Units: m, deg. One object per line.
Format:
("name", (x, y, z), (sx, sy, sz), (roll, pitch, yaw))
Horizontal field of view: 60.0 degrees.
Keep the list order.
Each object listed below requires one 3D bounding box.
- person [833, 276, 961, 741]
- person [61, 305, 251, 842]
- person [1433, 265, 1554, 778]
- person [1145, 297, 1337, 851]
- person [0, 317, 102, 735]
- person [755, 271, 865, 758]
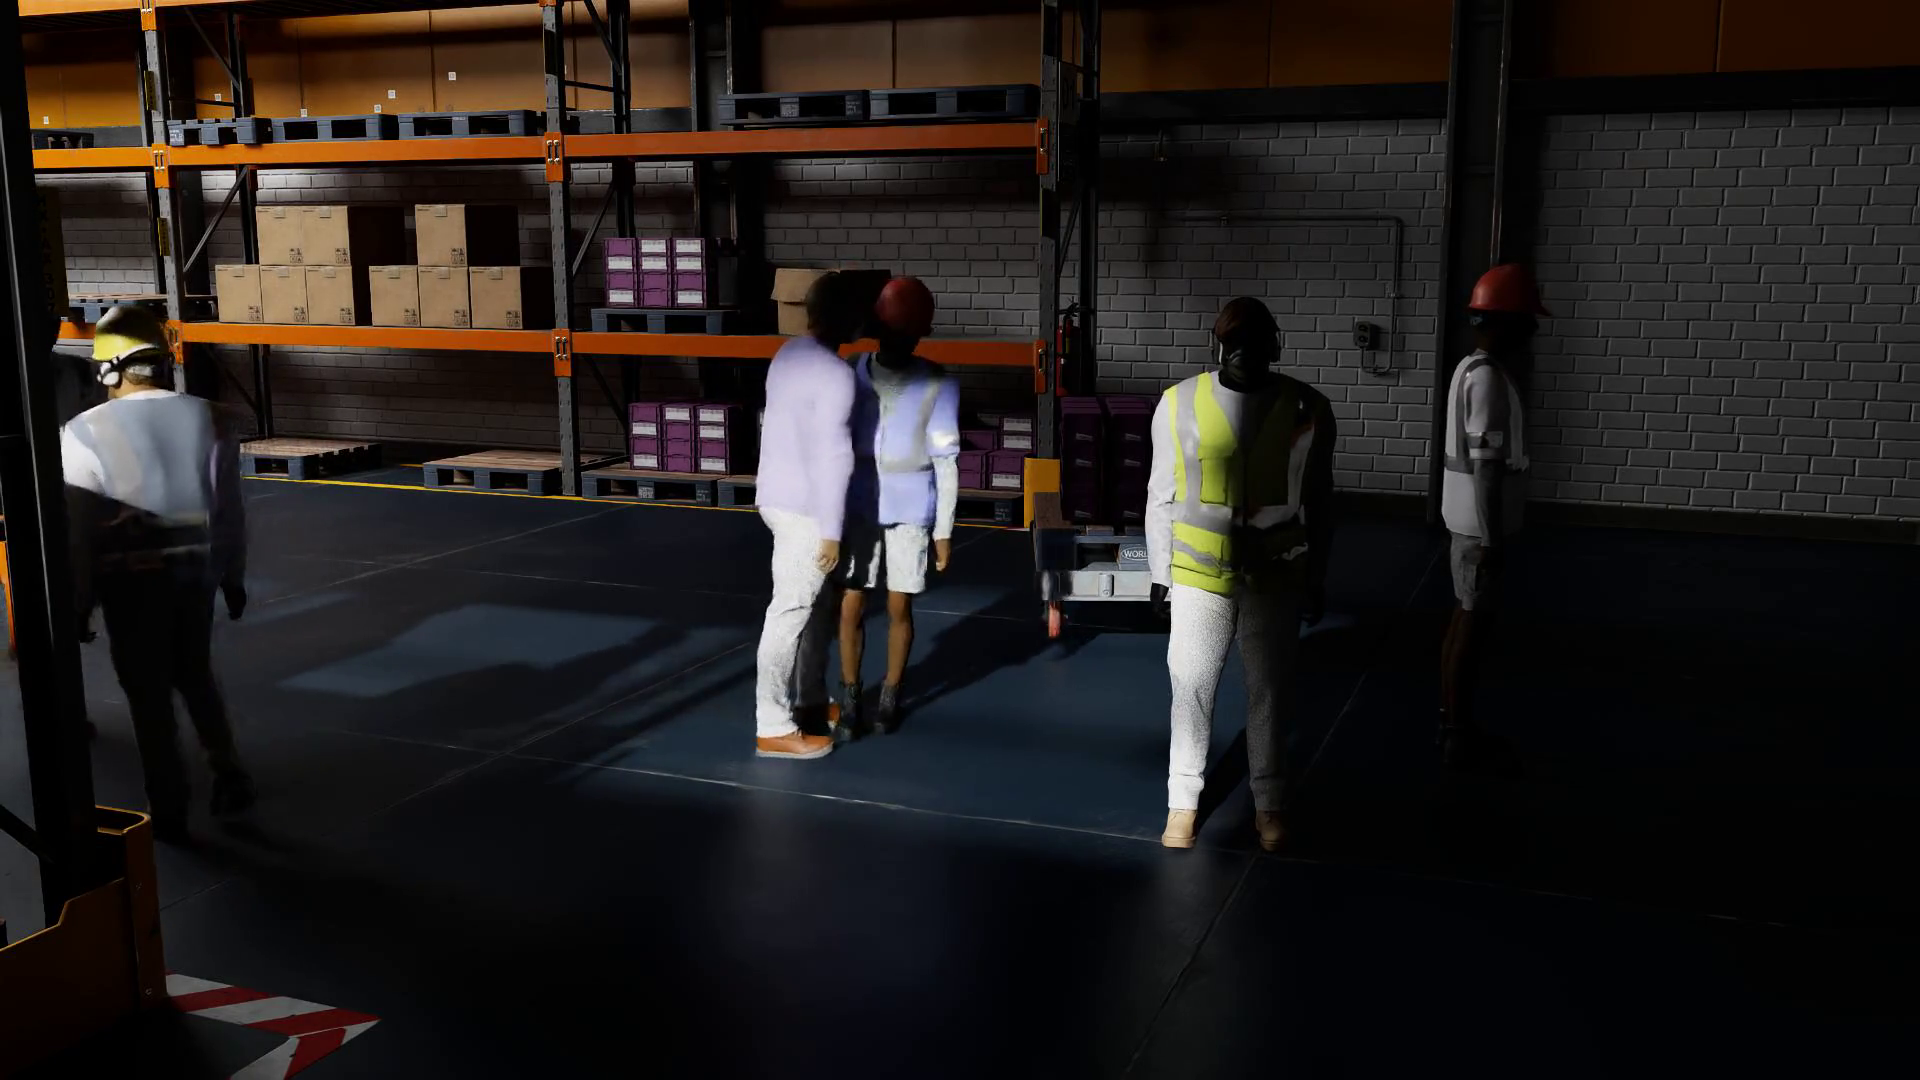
("person", (-0.275, -0.108, 6.688), (0.582, 1.884, 0.595), (2, 10, 9))
("person", (-2.698, 0.129, 5.583), (0.410, 1.819, 0.595), (7, 12, 33))
("person", (2.031, -0.073, 6.360), (0.363, 1.934, 0.552), (2, 10, 11))
("person", (0.928, 0.122, 5.540), (0.626, 1.844, 0.429), (1, 10, 5))
("person", (-3.823, -0.130, 6.871), (0.635, 1.867, 0.592), (7, 12, 32))
("person", (-0.569, -0.094, 6.592), (0.610, 1.908, 0.651), (-5, 11, -25))
